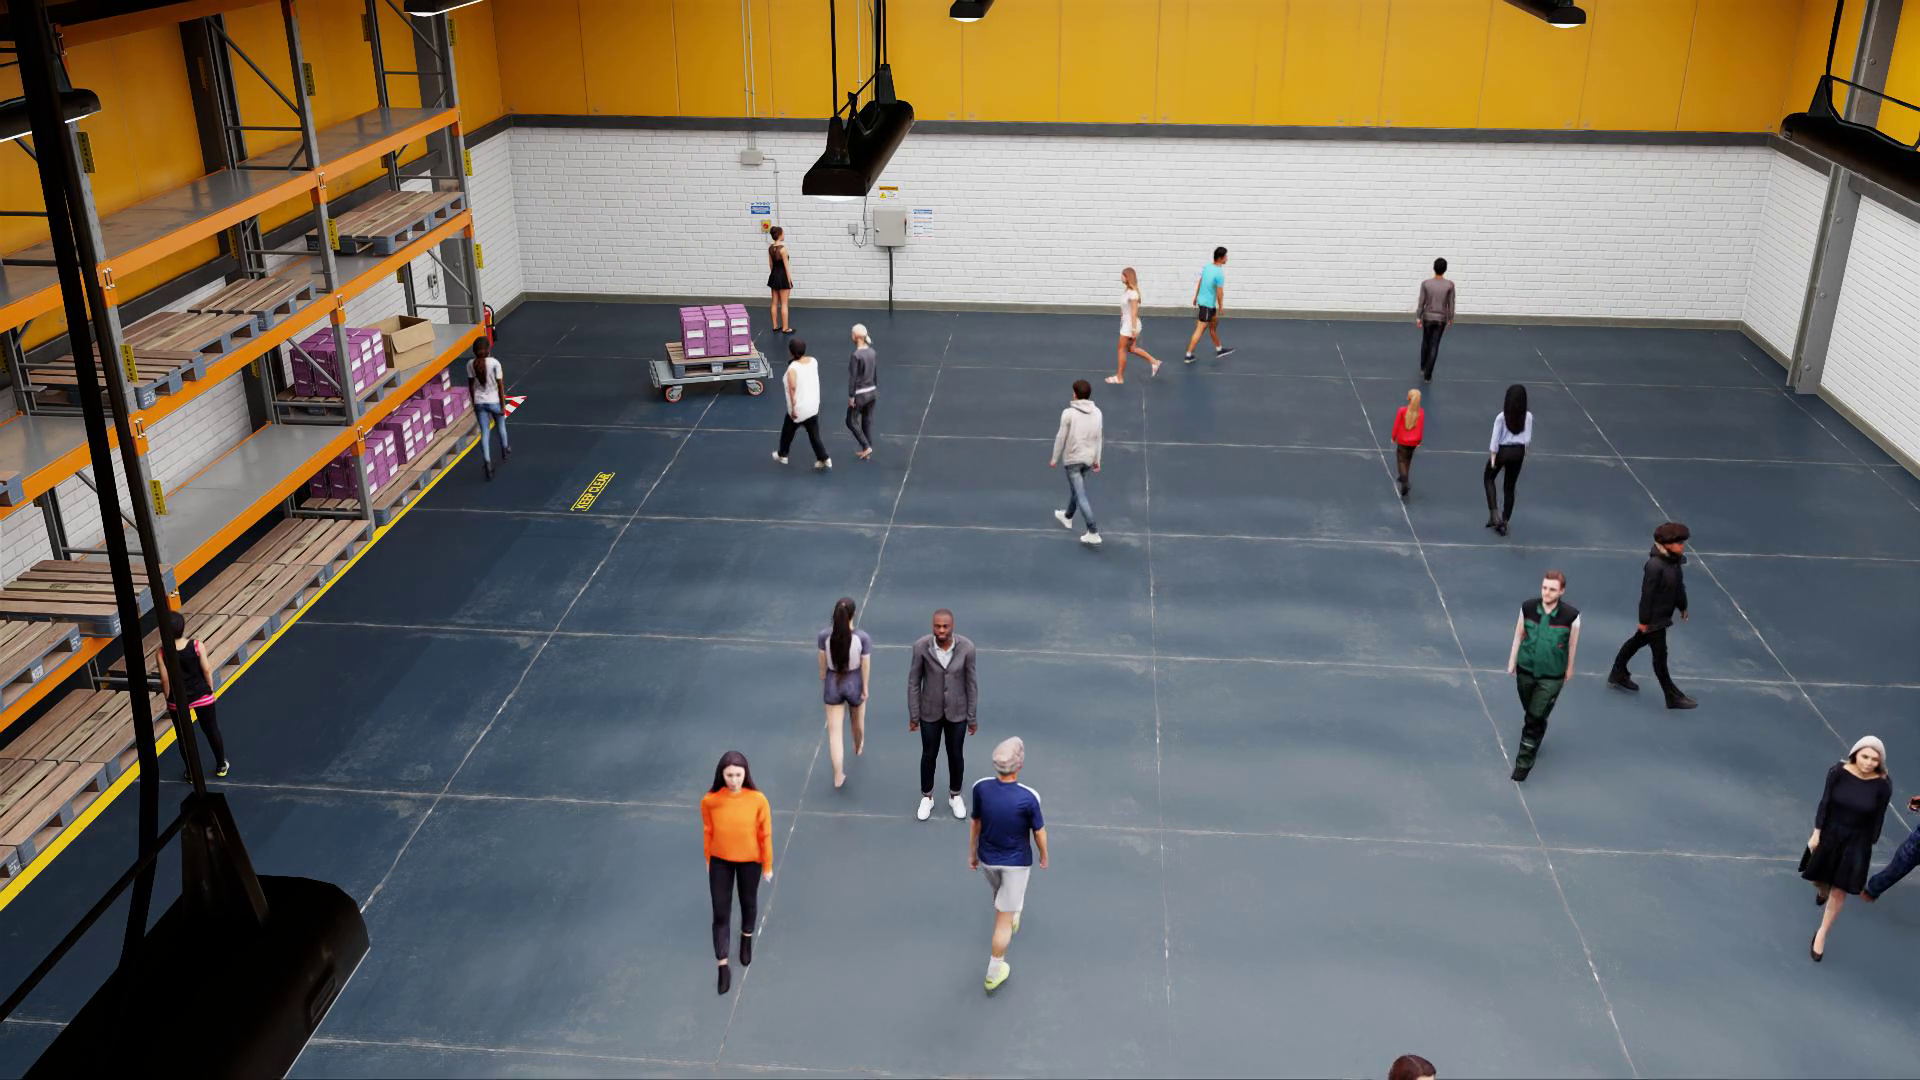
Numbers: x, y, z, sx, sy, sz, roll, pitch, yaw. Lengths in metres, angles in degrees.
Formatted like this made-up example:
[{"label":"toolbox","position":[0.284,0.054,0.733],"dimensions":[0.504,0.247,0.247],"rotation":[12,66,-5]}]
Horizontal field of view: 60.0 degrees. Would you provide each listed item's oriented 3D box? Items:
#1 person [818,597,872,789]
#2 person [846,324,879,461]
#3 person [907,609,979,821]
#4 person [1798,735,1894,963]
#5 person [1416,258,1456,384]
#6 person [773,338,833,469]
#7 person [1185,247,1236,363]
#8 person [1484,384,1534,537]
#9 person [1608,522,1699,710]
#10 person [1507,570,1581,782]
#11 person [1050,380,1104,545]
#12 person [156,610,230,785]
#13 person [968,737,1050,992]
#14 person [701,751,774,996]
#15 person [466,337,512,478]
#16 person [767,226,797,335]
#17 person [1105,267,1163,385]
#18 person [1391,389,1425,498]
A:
[{"label":"person","position":[-0.967,1.282,13.732],"dimensions":[0.644,1.608,1.030],"rotation":[1,24,2]},{"label":"person","position":[-1.143,-1.803,20.671],"dimensions":[0.877,1.704,0.811],"rotation":[18,30,36]},{"label":"person","position":[-0.135,1.370,13.271],"dimensions":[0.740,1.818,0.627],"rotation":[-1,24,-2]},{"label":"person","position":[6.204,2.106,11.689],"dimensions":[0.818,1.735,0.965],"rotation":[13,27,28]},{"label":"person","position":[6.712,-3.084,23.552],"dimensions":[0.816,1.744,0.993],"rotation":[7,25,17]},{"label":"person","position":[-1.887,-1.631,20.347],"dimensions":[1.109,1.649,1.137],"rotation":[18,30,36]},{"label":"person","position":[3.555,-3.425,24.360],"dimensions":[0.989,1.720,1.072],"rotation":[-11,26,-23]},{"label":"person","position":[6.120,-0.860,18.475],"dimensions":[0.697,1.735,0.675],"rotation":[-2,24,-6]},{"label":"person","position":[6.223,0.641,15.048],"dimensions":[1.107,1.730,1.124],"rotation":[-21,31,-40]},{"label":"person","position":[4.910,1.065,13.991],"dimensions":[1.040,1.799,1.253],"rotation":[17,29,33]},{"label":"person","position":[1.350,-0.821,18.284],"dimensions":[1.152,1.816,1.308],"rotation":[-13,27,-28]},{"label":"person","position":[-6.393,1.287,13.791],"dimensions":[0.621,1.553,0.656],"rotation":[-13,27,-26]},{"label":"person","position":[0.278,2.236,11.328],"dimensions":[0.902,1.786,1.218],"rotation":[9,25,21]},{"label":"person","position":[-1.538,2.187,11.508],"dimensions":[0.712,1.732,0.917],"rotation":[-1,24,-3]},{"label":"person","position":[-5.765,-1.597,20.235],"dimensions":[0.687,1.676,1.132],"rotation":[-1,24,-1]},{"label":"person","position":[-2.804,-4.050,25.851],"dimensions":[0.679,1.673,0.724],"rotation":[20,30,38]},{"label":"person","position":[2.490,-3.011,23.477],"dimensions":[0.717,1.670,0.998],"rotation":[-2,24,-4]},{"label":"person","position":[5.315,-1.151,19.731],"dimensions":[0.597,1.263,0.913],"rotation":[-2,24,-6]}]
